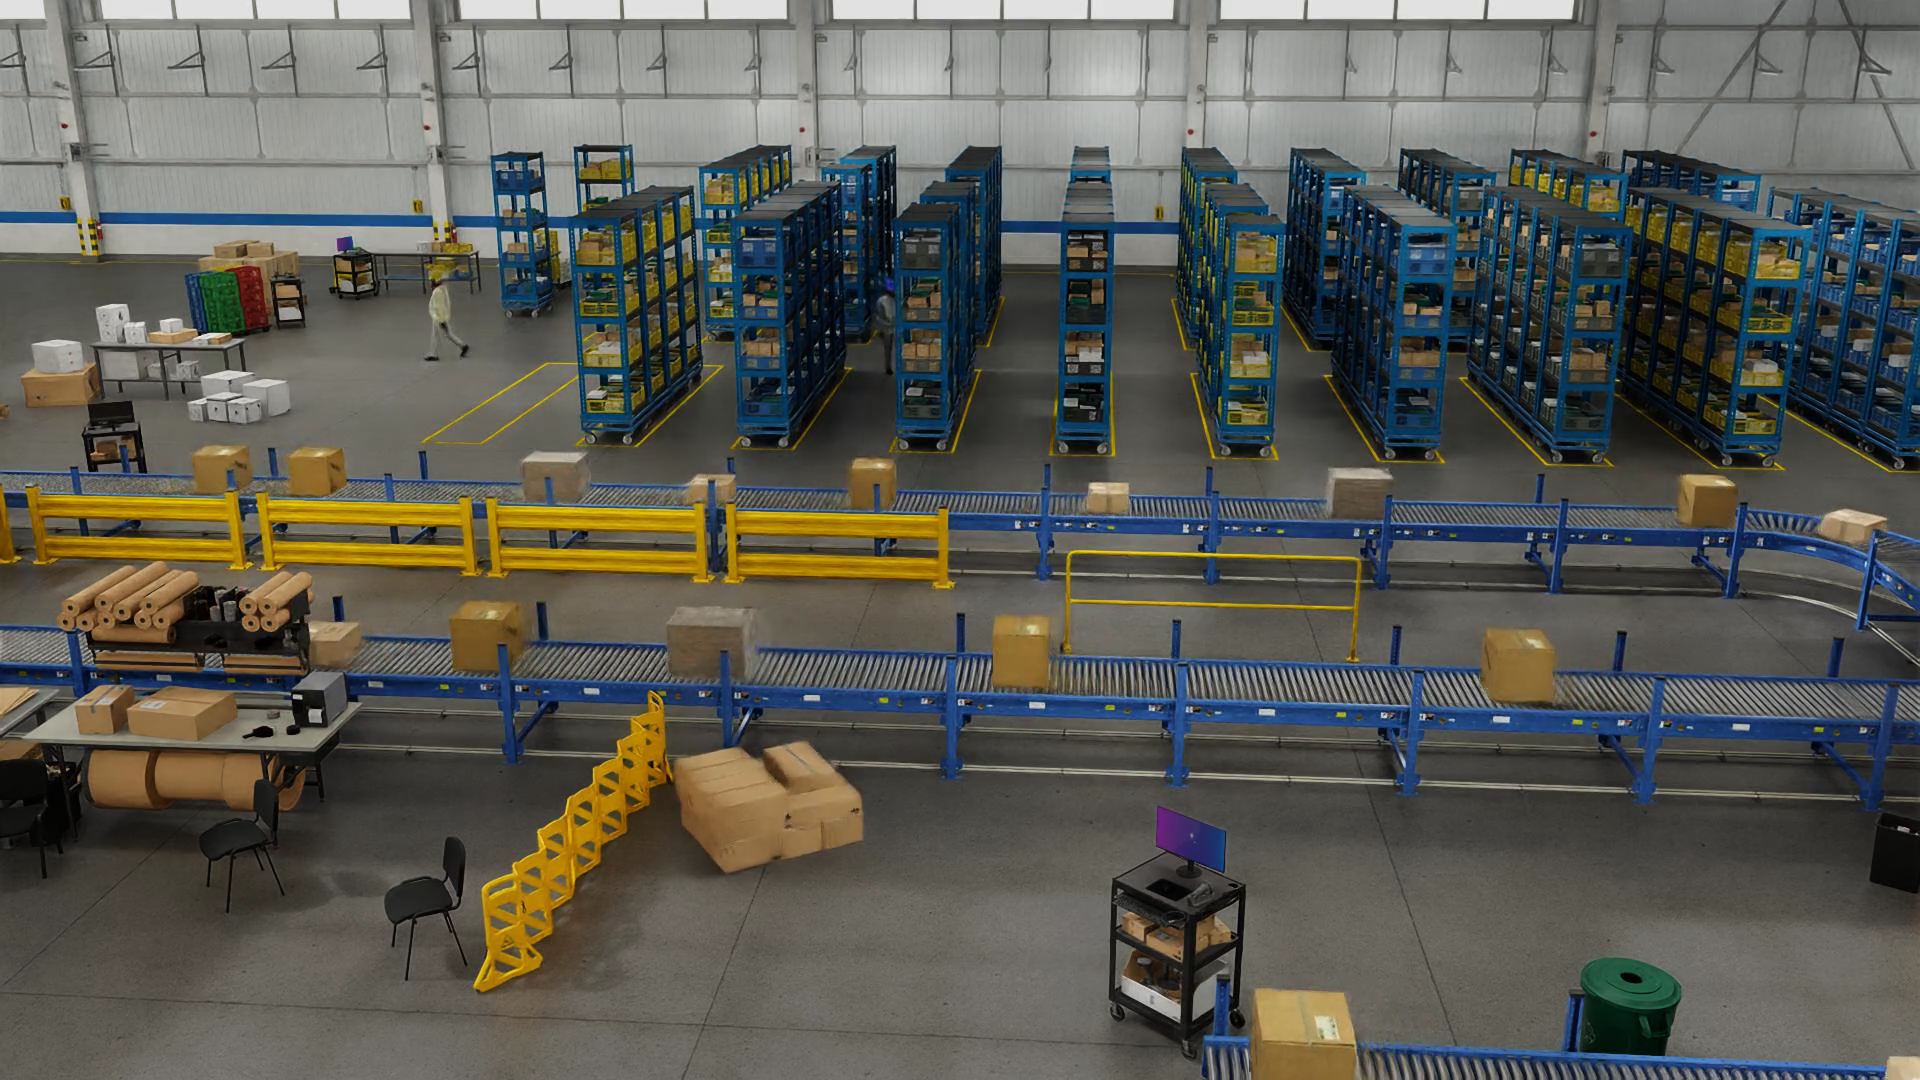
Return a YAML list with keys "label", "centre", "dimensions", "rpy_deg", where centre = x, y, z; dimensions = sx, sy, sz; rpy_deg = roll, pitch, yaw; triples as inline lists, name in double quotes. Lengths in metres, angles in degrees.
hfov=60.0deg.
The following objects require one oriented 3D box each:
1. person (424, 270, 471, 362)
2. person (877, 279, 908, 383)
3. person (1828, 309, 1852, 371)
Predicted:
- label: "person"
  centre: [-10.121, -4.406, 32.594]
  dimensions: [0.827, 1.802, 0.600]
  rpy_deg: [-2, 18, -8]
- label: "person"
  centre: [-1.252, -3.934, 30.964]
  dimensions: [0.588, 1.899, 0.981]
  rpy_deg: [-2, 18, -6]
- label: "person"
  centre: [16.673, -4.056, 31.435]
  dimensions: [0.495, 1.830, 0.572]
  rpy_deg: [-1, 18, -5]
